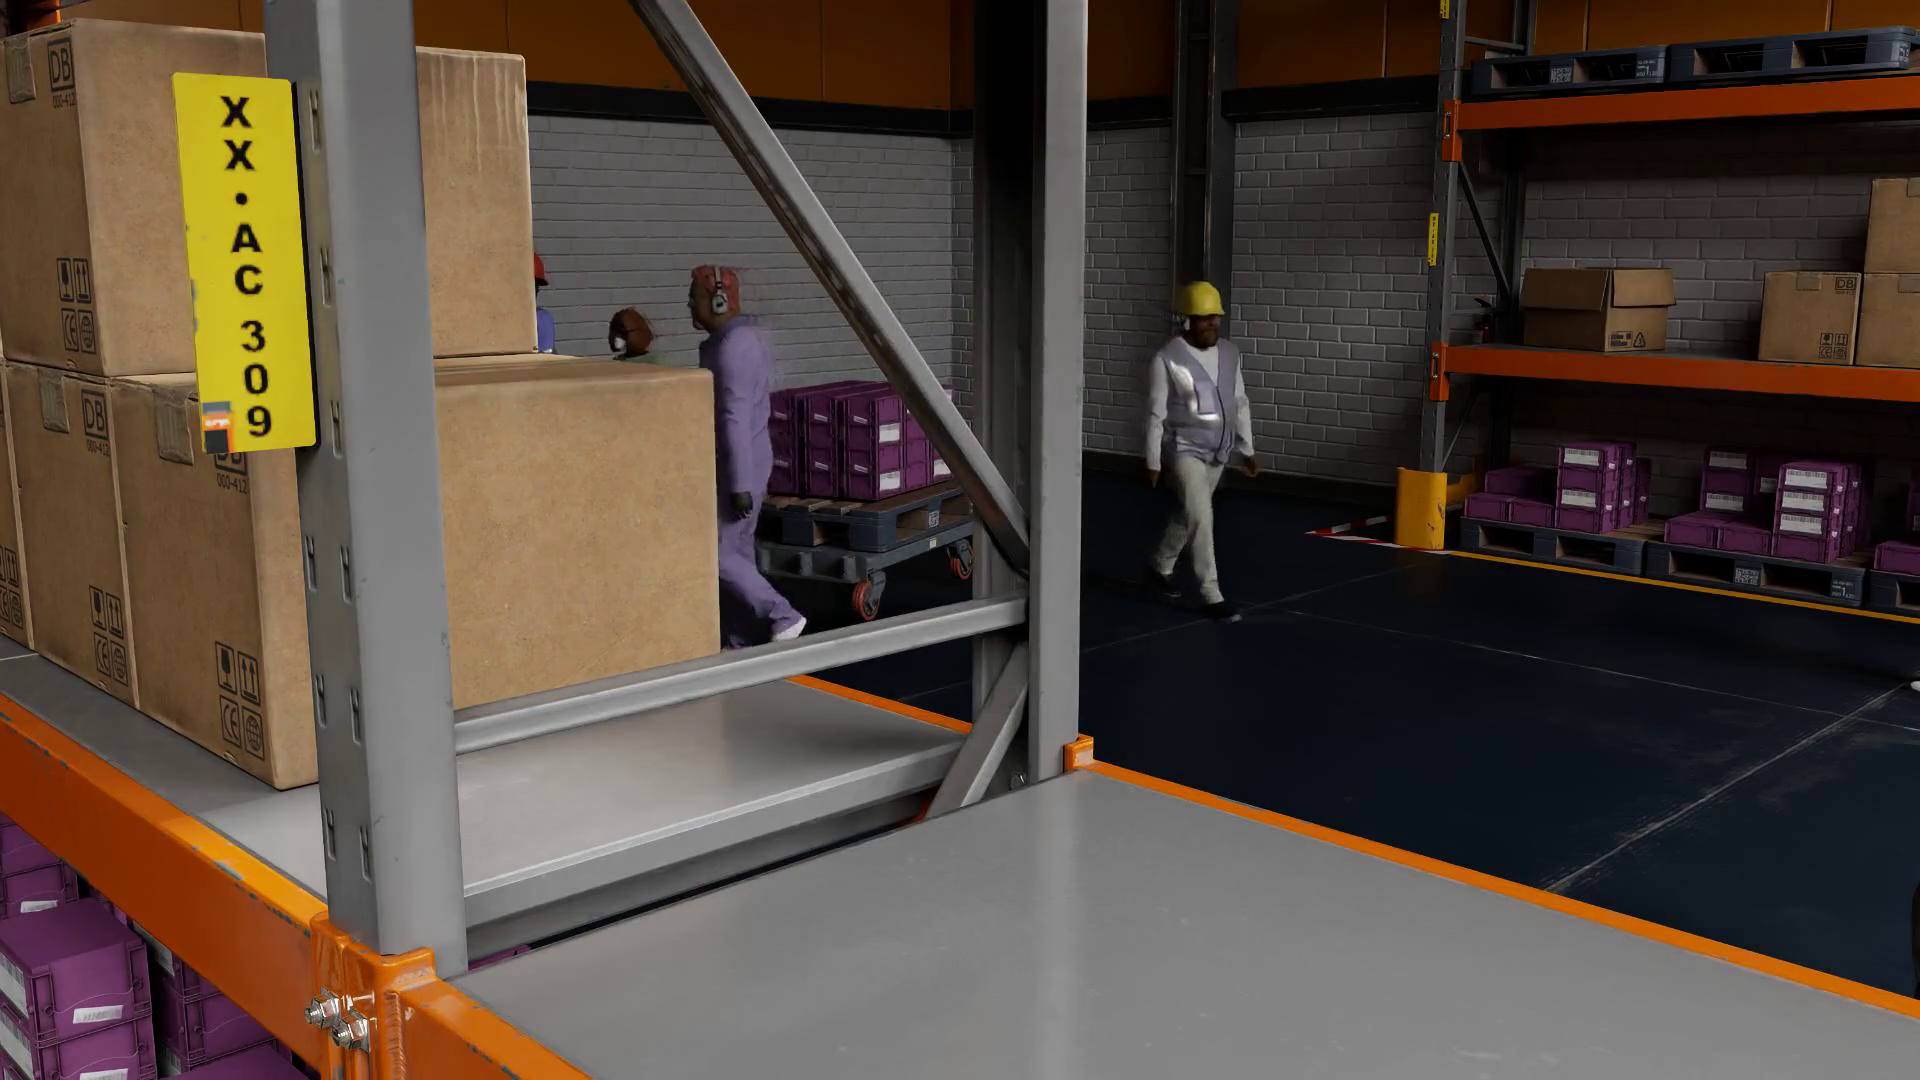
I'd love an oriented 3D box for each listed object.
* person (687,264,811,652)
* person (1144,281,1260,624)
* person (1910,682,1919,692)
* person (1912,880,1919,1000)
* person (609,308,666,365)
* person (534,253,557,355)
[{"bbox_3d":[-1.015,-0.310,7.638,0.478,1.891,0.658,-1,10,-4],"label":"person"},{"bbox_3d":[1.253,-0.502,8.987,0.597,1.793,0.927,-7,13,-34],"label":"person"},{"bbox_3d":[4.338,-0.222,7.100,0.398,1.919,0.592,3,11,17],"label":"person"},{"bbox_3d":[2.534,0.361,3.858,0.627,1.938,0.371,-2,11,-13],"label":"person"},{"bbox_3d":[-1.945,-0.536,9.677,0.508,1.587,0.847,7,12,33],"label":"person"},{"bbox_3d":[-2.675,-0.816,10.302,0.543,1.928,0.372,5,11,24],"label":"person"}]
